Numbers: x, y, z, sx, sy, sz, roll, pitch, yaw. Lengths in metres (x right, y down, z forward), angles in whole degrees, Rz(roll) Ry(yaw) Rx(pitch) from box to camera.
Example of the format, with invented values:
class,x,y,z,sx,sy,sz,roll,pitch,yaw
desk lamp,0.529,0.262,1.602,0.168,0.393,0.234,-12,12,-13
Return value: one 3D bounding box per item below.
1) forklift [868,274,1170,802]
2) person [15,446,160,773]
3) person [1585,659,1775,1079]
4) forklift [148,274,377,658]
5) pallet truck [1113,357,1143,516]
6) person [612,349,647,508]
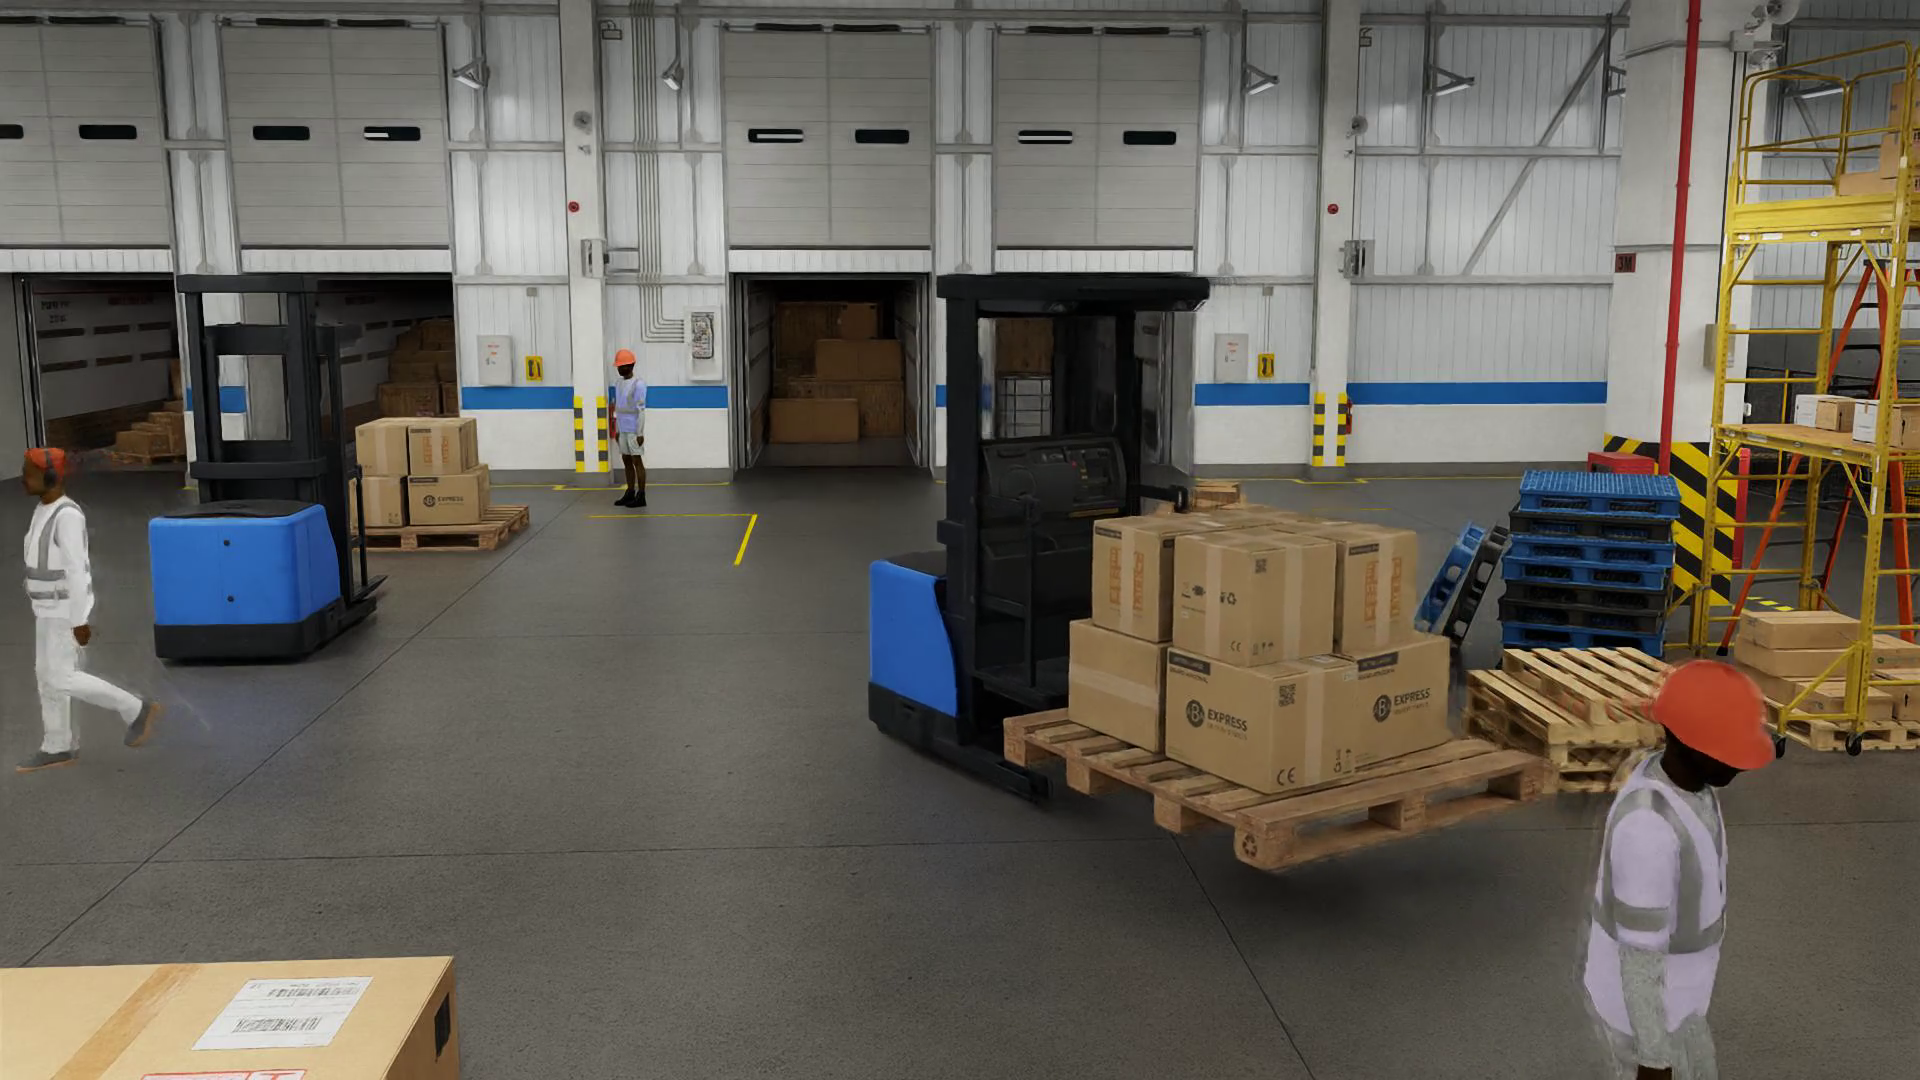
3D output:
class,x,y,z,sx,sy,sz,roll,pitch,yaw
forklift,0.336,-0.142,9.636,1.129,2.768,1.873,-6,11,-32
person,-5.070,0.385,9.518,0.666,1.865,0.582,-7,12,-39
person,1.796,1.193,4.377,0.607,1.887,0.627,6,11,33
forklift,-5.348,-0.627,12.681,1.129,2.768,1.873,-1,9,-4
pallet truck,2.088,-0.836,16.757,1.885,1.965,0.823,2,9,13
person,-4.034,-1.354,20.238,0.384,1.929,0.543,-9,13,-44
